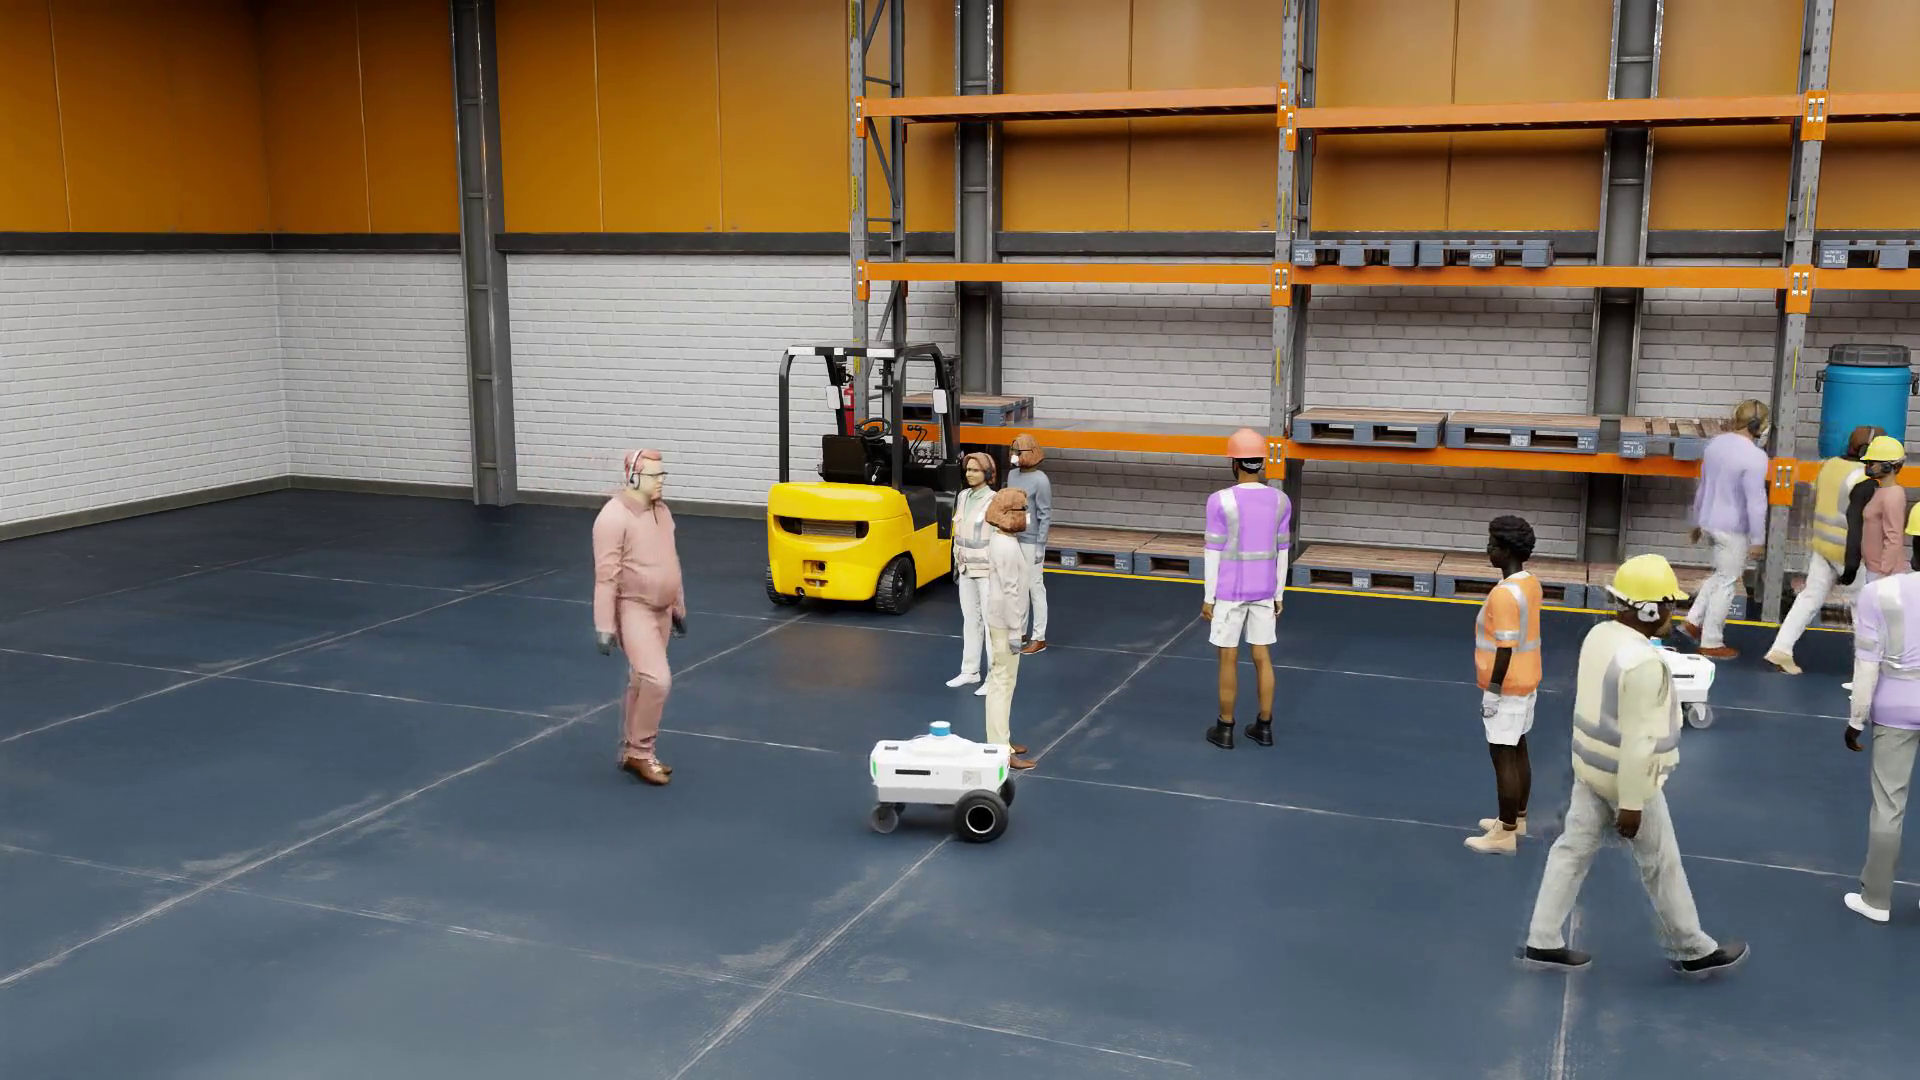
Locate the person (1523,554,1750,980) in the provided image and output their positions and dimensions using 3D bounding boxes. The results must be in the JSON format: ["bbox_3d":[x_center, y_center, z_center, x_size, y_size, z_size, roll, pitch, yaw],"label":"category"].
[{"bbox_3d":[2.785,0.937,6.810,0.914,1.781,0.617,0,10,-2],"label":"person"}]

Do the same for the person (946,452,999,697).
[{"bbox_3d":[0.130,0.220,11.200,0.308,1.645,0.516,-7,13,-36],"label":"person"}]

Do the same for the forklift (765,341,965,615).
[{"bbox_3d":[-0.739,-0.602,14.246,1.214,2.155,2.313,4,11,21],"label":"forklift"}]

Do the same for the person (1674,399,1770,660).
[{"bbox_3d":[5.574,-0.068,12.045,0.438,1.913,0.688,-1,10,-8],"label":"person"}]

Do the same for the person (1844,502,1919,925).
[{"bbox_3d":[4.239,0.766,7.369,0.585,1.927,0.366,2,10,10],"label":"person"}]

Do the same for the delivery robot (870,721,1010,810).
[{"bbox_3d":[-0.102,1.183,8.607,0.707,0.478,0.477,1,10,6],"label":"delivery robot"}]

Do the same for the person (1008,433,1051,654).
[{"bbox_3d":[0.480,0.023,12.325,0.285,1.633,0.497,-7,12,-33],"label":"person"}]

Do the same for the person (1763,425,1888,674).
[{"bbox_3d":[6.144,0.081,11.594,0.944,1.801,0.622,-1,10,-3],"label":"person"}]

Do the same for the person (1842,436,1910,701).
[{"bbox_3d":[6.062,0.195,10.997,0.329,1.767,0.528,4,11,23],"label":"person"}]

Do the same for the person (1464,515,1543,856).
[{"bbox_3d":[2.719,0.716,8.284,0.316,1.696,0.541,6,12,32],"label":"person"}]

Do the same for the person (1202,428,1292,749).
[{"bbox_3d":[1.705,0.296,10.007,0.539,1.929,0.392,-3,11,-17],"label":"person"}]

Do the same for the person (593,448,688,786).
[{"bbox_3d":[-1.721,0.428,9.345,0.557,1.887,0.684,4,11,19],"label":"person"}]

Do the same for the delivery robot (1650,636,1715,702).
[{"bbox_3d":[4.361,0.843,10.502,0.707,0.478,0.477,1,10,4],"label":"delivery robot"}]

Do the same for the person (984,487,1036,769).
[{"bbox_3d":[0.284,0.503,9.650,0.285,1.633,0.499,-1,10,-5],"label":"person"}]
